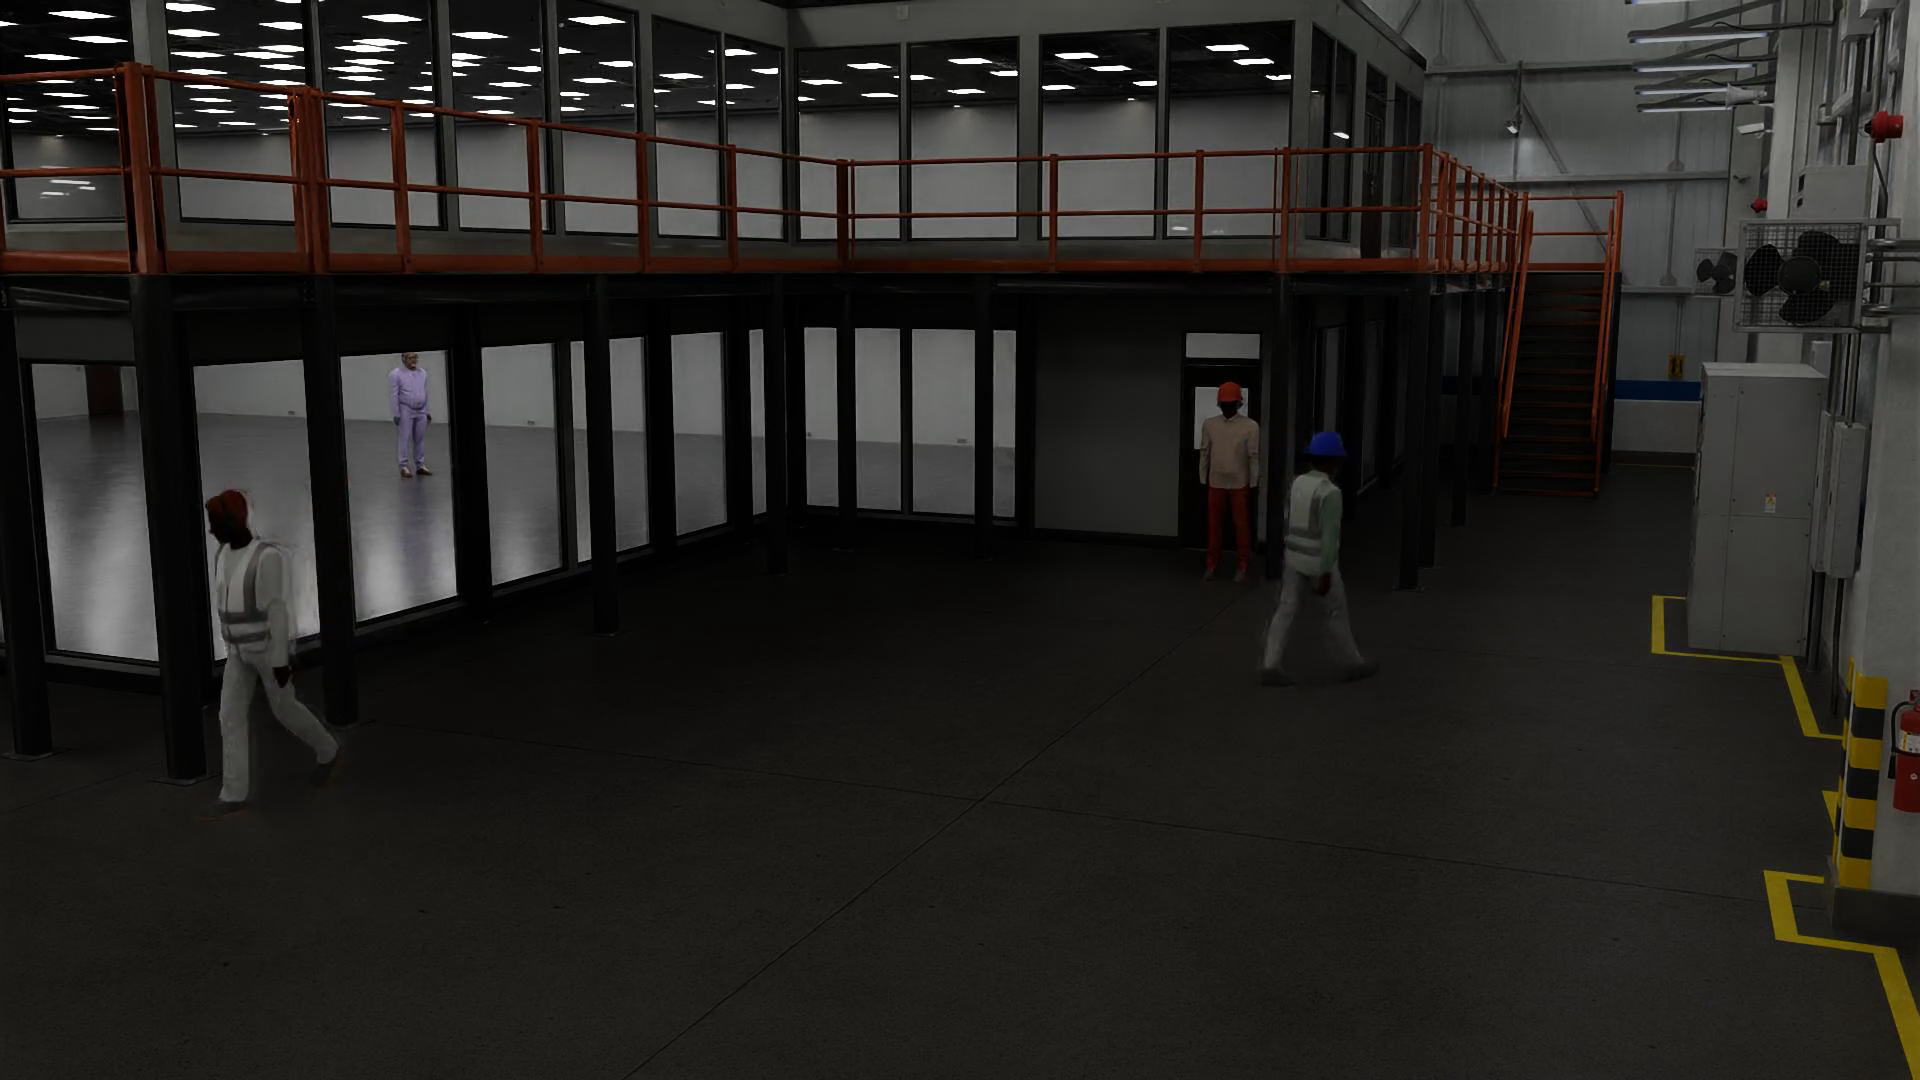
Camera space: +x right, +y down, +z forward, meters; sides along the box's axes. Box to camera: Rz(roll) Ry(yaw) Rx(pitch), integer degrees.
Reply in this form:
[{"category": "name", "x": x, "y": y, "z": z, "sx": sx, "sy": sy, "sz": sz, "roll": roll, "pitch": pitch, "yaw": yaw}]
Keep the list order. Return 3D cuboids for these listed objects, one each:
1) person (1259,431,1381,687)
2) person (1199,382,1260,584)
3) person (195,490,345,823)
[{"category": "person", "x": 2.628, "y": 0.144, "z": 12.210, "sx": 1.004, "sy": 1.893, "sz": 0.621, "roll": -4, "pitch": 10, "yaw": -23}, {"category": "person", "x": 2.626, "y": -0.562, "z": 16.301, "sx": 0.614, "sy": 1.984, "sz": 0.409, "roll": 5, "pitch": 11, "yaw": 29}, {"category": "person", "x": -3.970, "y": 0.614, "z": 9.511, "sx": 0.610, "sy": 1.842, "sz": 0.946, "roll": 6, "pitch": 11, "yaw": 31}]
